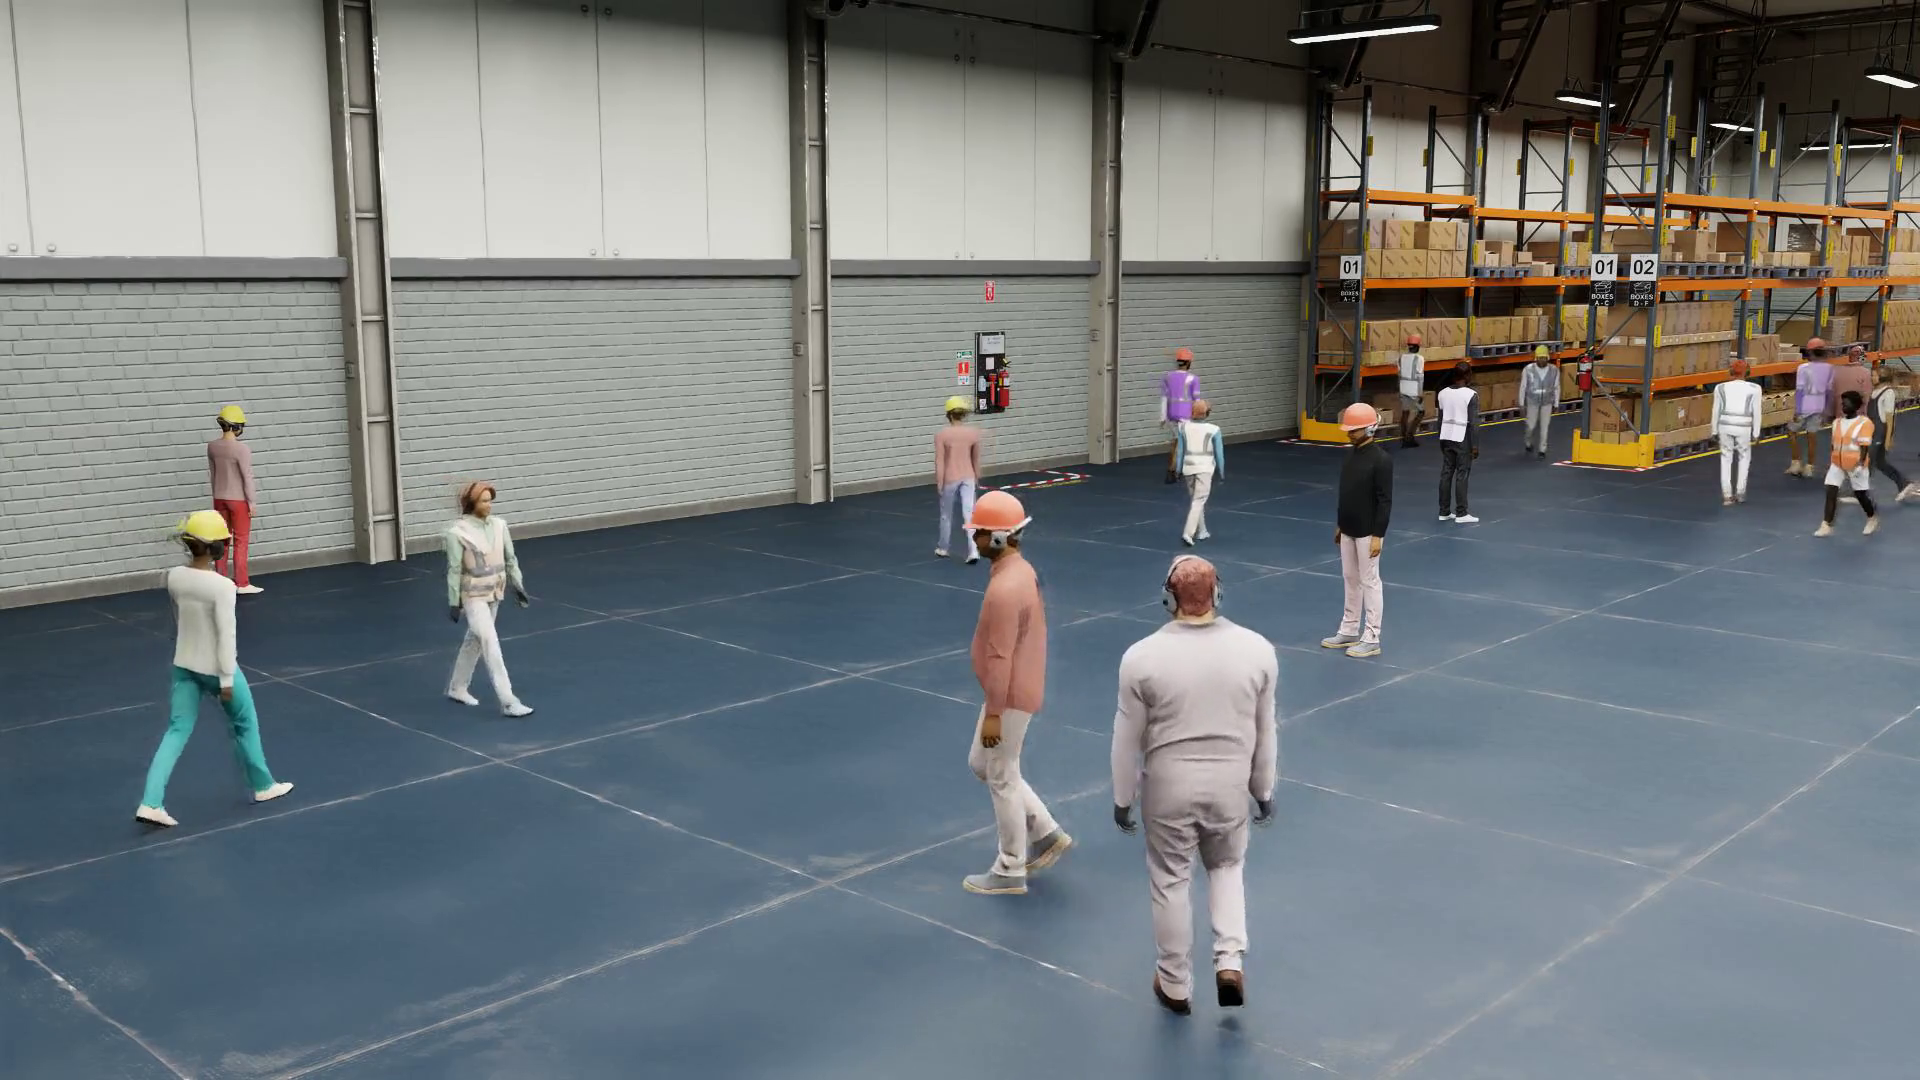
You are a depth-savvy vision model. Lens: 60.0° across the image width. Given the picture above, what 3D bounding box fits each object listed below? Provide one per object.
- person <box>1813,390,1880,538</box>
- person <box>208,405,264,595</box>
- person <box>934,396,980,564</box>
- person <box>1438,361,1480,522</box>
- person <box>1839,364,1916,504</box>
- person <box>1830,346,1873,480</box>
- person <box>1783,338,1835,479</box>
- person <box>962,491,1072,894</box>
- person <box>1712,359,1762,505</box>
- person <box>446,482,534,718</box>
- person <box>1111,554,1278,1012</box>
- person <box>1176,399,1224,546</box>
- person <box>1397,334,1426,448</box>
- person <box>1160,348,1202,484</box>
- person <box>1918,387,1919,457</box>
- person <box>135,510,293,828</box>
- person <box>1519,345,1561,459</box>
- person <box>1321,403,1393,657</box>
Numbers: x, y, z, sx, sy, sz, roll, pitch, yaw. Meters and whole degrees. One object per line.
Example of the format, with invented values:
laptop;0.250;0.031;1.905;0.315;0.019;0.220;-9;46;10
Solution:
person;10.031;-0.857;18.701;0.811;1.668;0.527;-5;10;-27
person;-6.731;-0.366;15.450;0.525;1.763;0.336;4;10;24
person;-0.018;-0.624;17.141;0.534;1.721;0.925;-4;10;-21
person;5.939;-1.167;19.840;0.391;1.920;0.593;-6;11;-32
person;11.837;-1.352;21.302;0.875;1.820;0.518;2;9;10
person;12.801;-1.818;23.840;0.406;1.911;0.636;-4;10;-25
person;12.224;-1.899;24.007;0.633;2.016;0.582;-2;10;-13
person;0.227;0.747;7.997;0.455;1.980;0.614;1;9;5
person;10.007;-1.395;21.404;0.611;1.854;0.783;6;11;34
person;-3.238;0.393;11.309;0.857;1.593;0.522;4;10;25
person;0.934;0.998;6.699;0.674;1.893;0.443;-1;9;-6
person;2.611;-0.743;18.224;0.529;1.598;0.846;6;11;32
person;7.604;-2.497;27.929;0.452;1.921;0.576;-6;11;-35
person;3.186;-1.761;23.555;0.575;1.882;0.990;7;12;37
person;15.702;-2.287;26.701;0.552;1.912;0.791;8;12;41
person;-4.154;0.689;9.125;0.526;1.721;0.926;4;10;22
person;9.205;-2.191;26.381;0.617;1.812;0.436;2;10;11
person;3.125;-0.084;13.028;0.392;1.987;0.611;-3;10;-19
